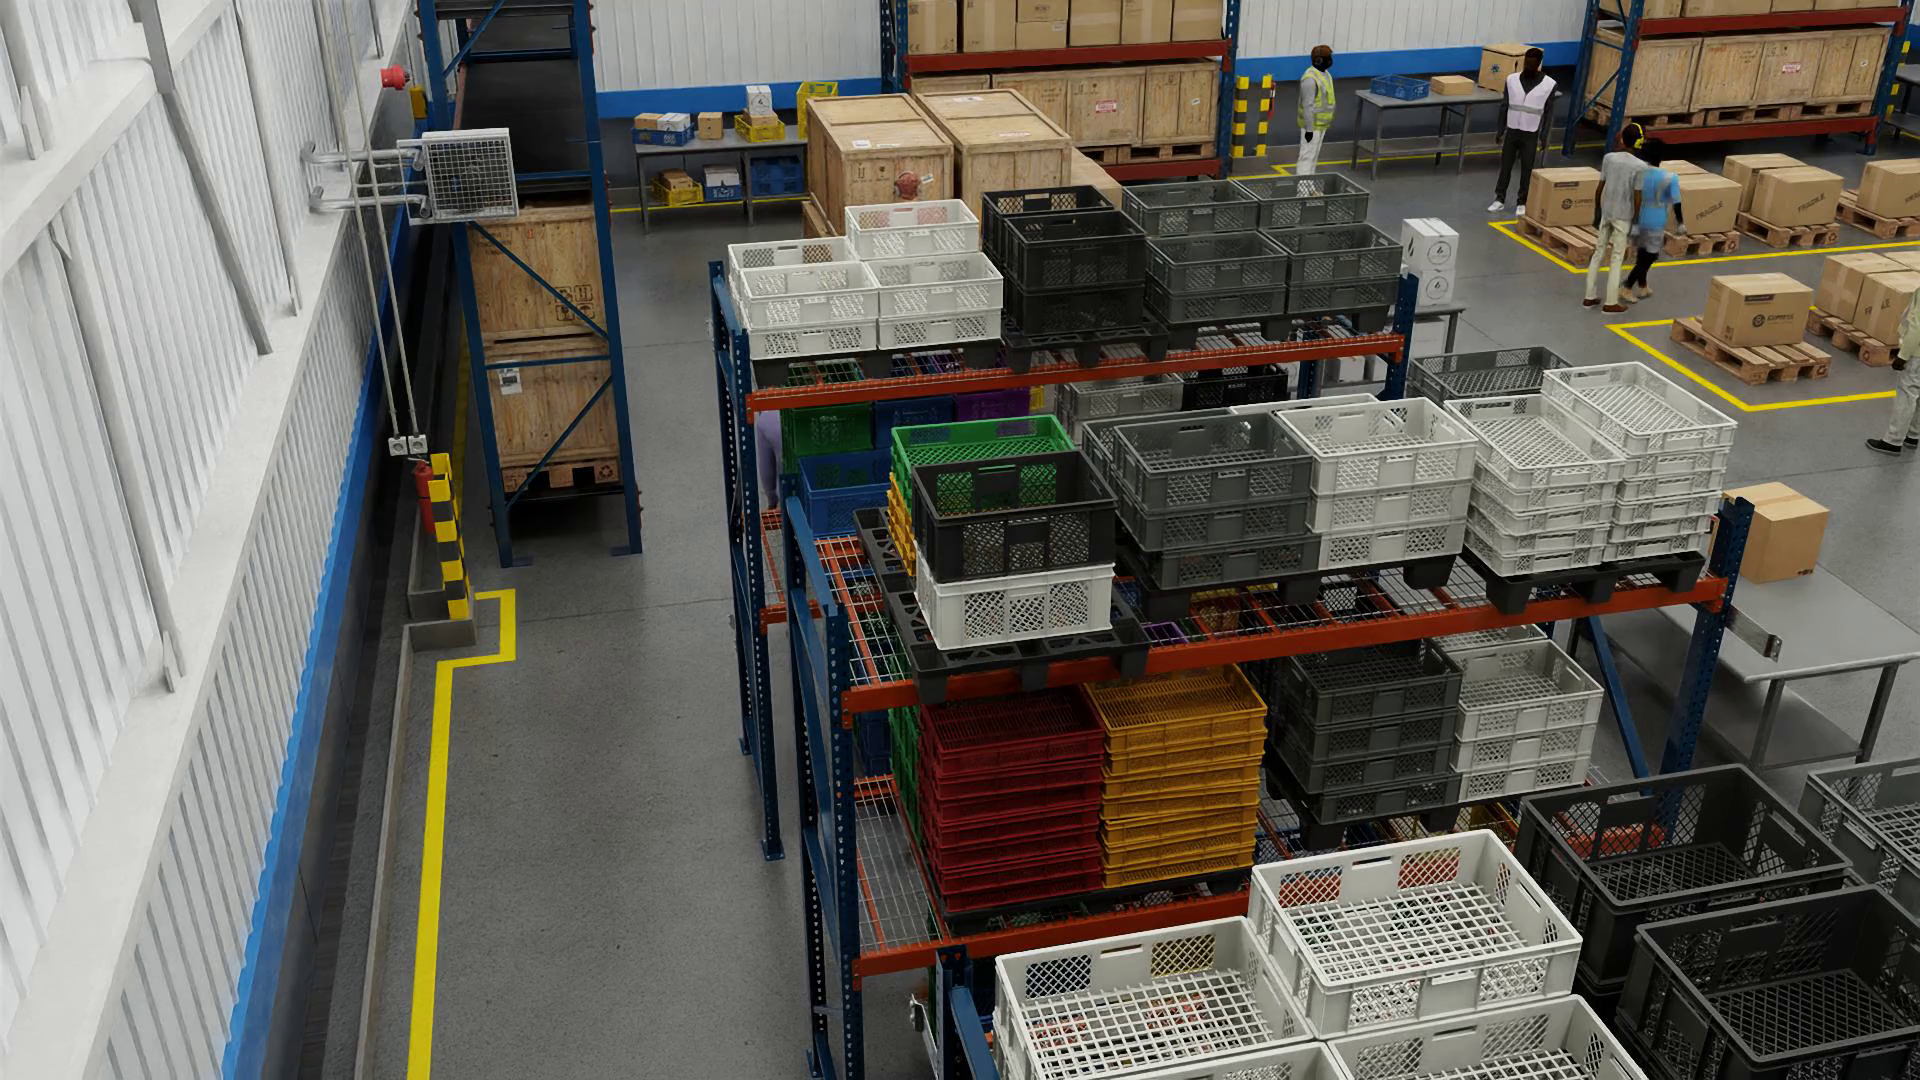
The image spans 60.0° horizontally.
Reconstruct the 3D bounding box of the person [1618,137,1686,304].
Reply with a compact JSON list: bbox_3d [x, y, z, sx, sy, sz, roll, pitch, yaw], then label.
[{"bbox_3d":[6.882,-3.165,16.538,0.559,1.660,0.612,-17,32,-29],"label":"person"}]

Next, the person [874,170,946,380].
[{"bbox_3d":[-0.446,-2.306,14.668,0.644,1.898,0.397,-7,29,-13],"label":"person"}]

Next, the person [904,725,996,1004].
[{"bbox_3d":[-0.022,1.431,7.584,0.337,1.882,0.584,-23,36,-37],"label":"person"}]

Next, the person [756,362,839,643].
[{"bbox_3d":[-0.978,-0.238,10.697,0.630,1.936,0.369,11,30,19],"label":"person"}]

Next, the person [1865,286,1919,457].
[{"bbox_3d":[7.710,-1.564,13.317,0.590,1.836,0.404,-16,32,-27],"label":"person"}]

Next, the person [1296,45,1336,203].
[{"bbox_3d":[4.201,-4.907,19.652,0.429,1.847,0.626,13,30,23],"label":"person"}]

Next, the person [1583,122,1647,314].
[{"bbox_3d":[6.441,-3.159,16.308,0.335,1.873,0.520,-17,32,-29],"label":"person"}]

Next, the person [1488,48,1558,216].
[{"bbox_3d":[6.514,-4.725,19.230,0.590,1.916,0.386,17,32,28],"label":"person"}]
